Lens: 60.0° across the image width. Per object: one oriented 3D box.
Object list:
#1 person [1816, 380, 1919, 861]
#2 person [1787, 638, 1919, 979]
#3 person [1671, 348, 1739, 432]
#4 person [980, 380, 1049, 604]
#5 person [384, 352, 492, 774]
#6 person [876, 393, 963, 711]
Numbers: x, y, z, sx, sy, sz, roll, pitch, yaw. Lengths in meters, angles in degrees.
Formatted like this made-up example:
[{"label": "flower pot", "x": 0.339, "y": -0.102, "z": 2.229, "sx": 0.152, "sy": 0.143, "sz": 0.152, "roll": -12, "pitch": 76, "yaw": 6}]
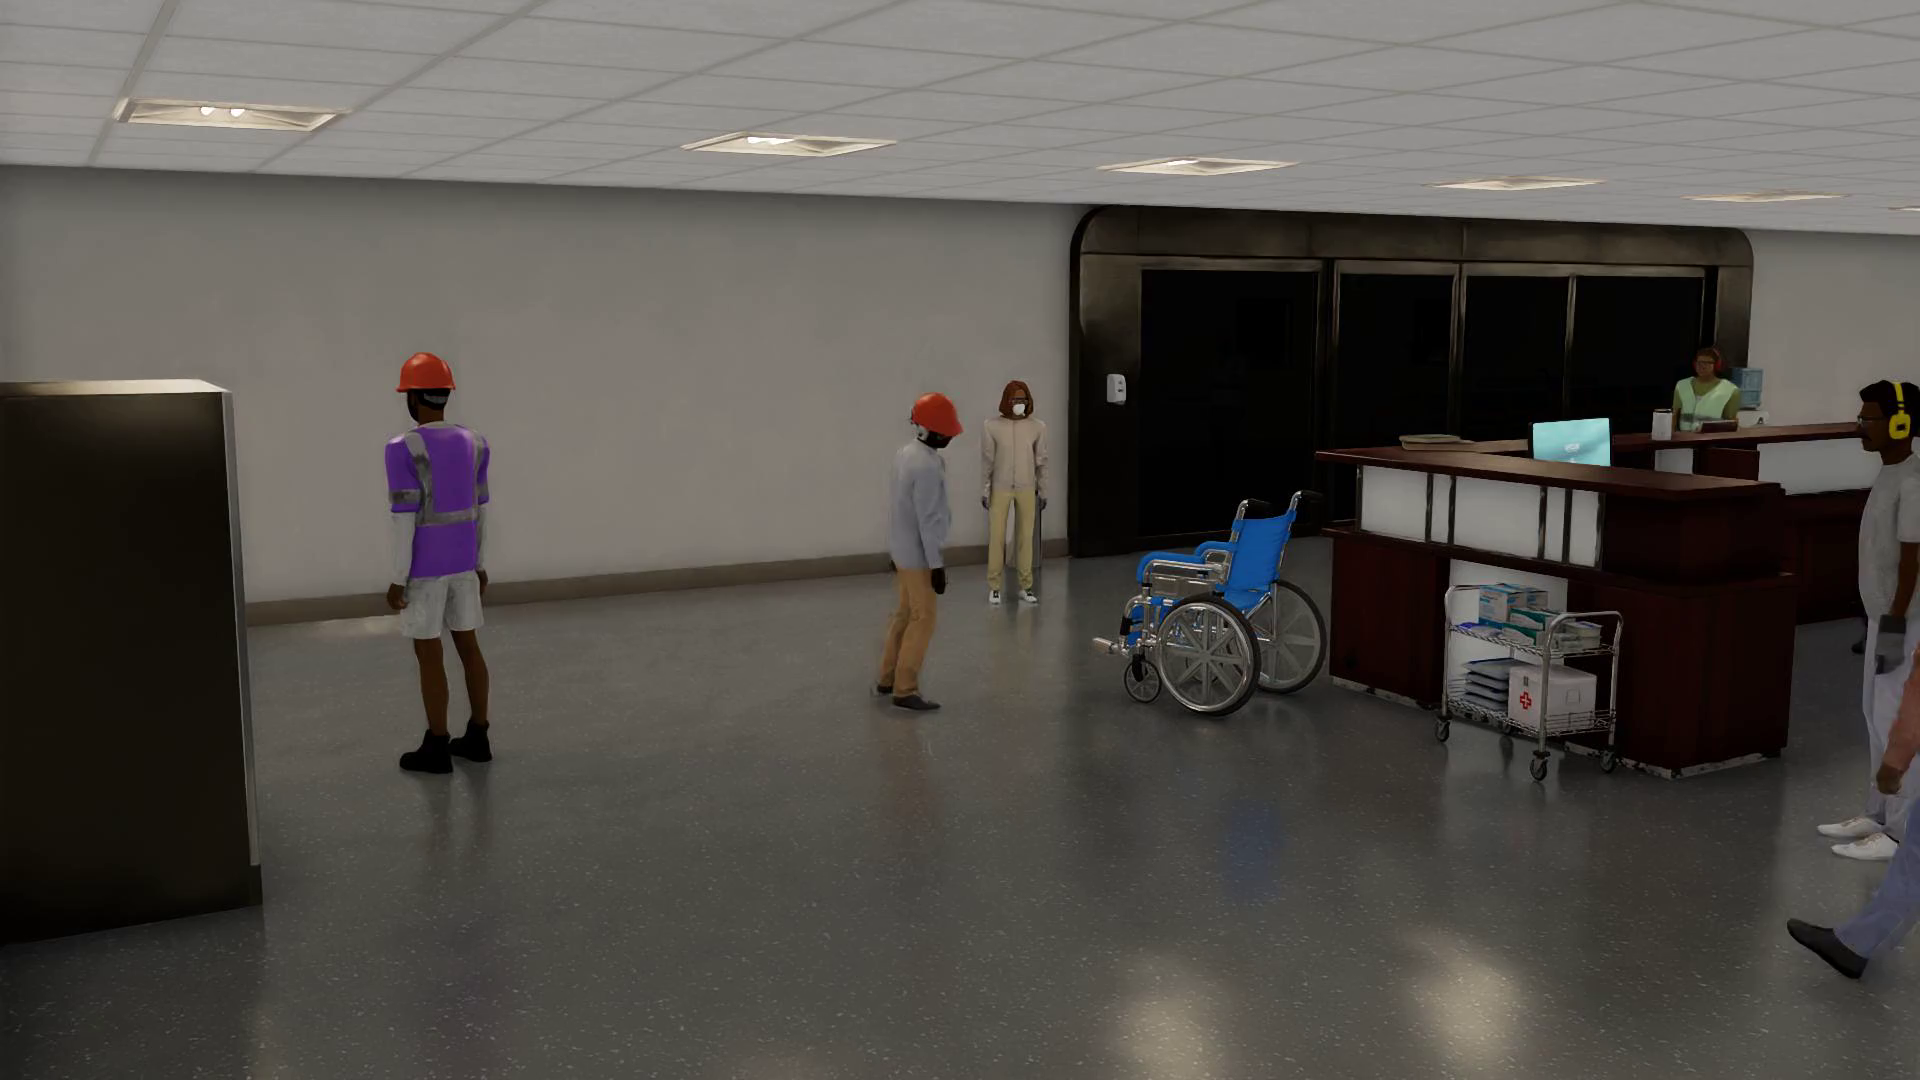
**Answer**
[{"label": "person", "x": 3.594, "y": 0.314, "z": 6.463, "sx": 0.333, "sy": 1.864, "sz": 0.505, "roll": 3, "pitch": 8, "yaw": 19}, {"label": "person", "x": 2.940, "y": 0.589, "z": 4.955, "sx": 0.543, "sy": 1.711, "sz": 0.895, "roll": -6, "pitch": 10, "yaw": -35}, {"label": "person", "x": 6.767, "y": -0.856, "z": 15.184, "sx": 0.987, "sy": 1.795, "sz": 0.573, "roll": -6, "pitch": 10, "yaw": -37}, {"label": "person", "x": 0.394, "y": -0.342, "z": 12.068, "sx": 0.504, "sy": 1.627, "sz": 0.285, "roll": -1, "pitch": 8, "yaw": -9}, {"label": "person", "x": -2.426, "y": 0.105, "z": 7.689, "sx": 0.372, "sy": 1.935, "sz": 0.551, "roll": 5, "pitch": 9, "yaw": 33}, {"label": "person", "x": -0.213, "y": 0.060, "z": 8.852, "sx": 0.408, "sy": 1.703, "sz": 0.687, "roll": -2, "pitch": 8, "yaw": -12}]
